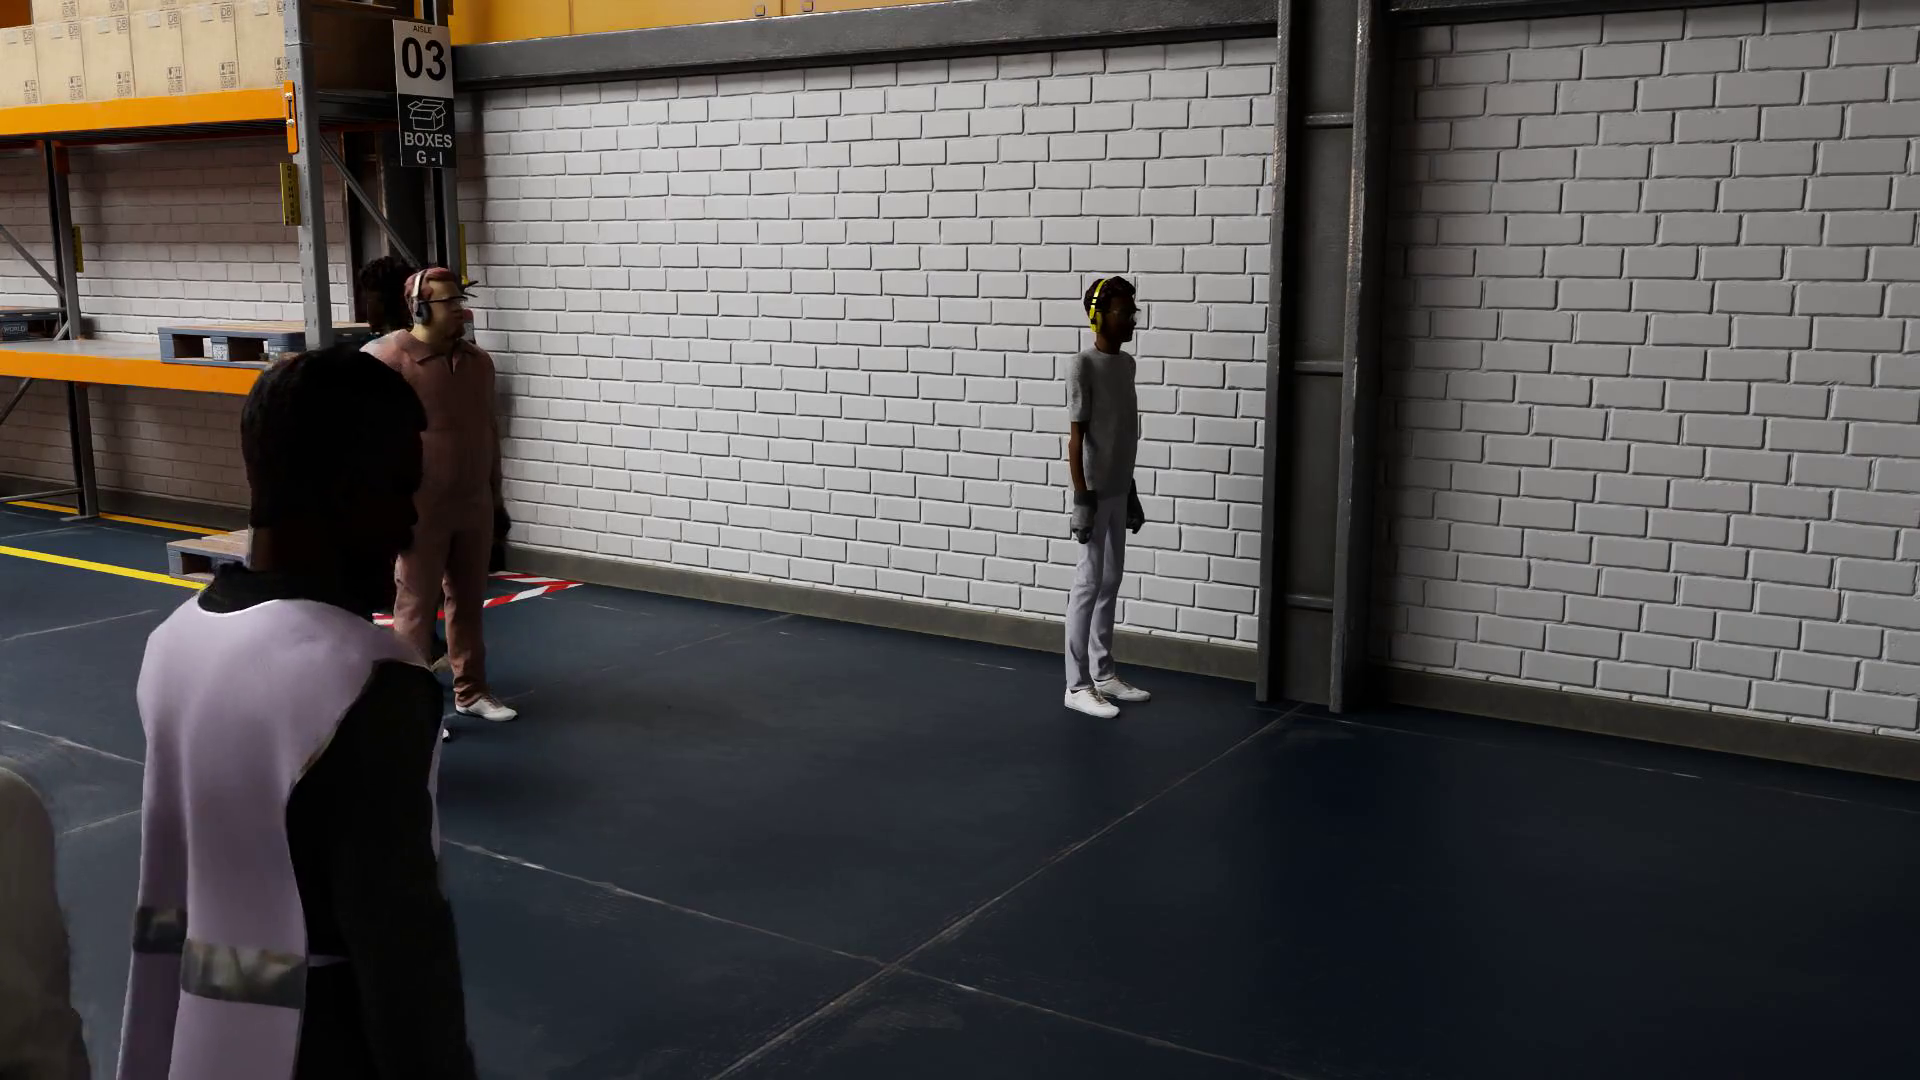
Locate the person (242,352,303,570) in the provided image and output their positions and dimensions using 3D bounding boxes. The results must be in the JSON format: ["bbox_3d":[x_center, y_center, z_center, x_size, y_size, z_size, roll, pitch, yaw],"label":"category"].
[{"bbox_3d":[-2.456,0.110,6.188,0.615,1.611,0.523,4,11,20],"label":"person"}]

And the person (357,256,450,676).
[{"bbox_3d":[-2.458,-0.263,7.329,0.425,1.951,0.634,3,11,16],"label":"person"}]

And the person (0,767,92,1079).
[{"bbox_3d":[-1.325,0.802,2.014,0.538,1.741,0.672,-5,11,-24],"label":"person"}]

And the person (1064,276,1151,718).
[{"bbox_3d":[0.636,-0.188,7.145,0.328,1.872,0.514,6,12,32],"label":"person"}]

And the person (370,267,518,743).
[{"bbox_3d":[-2.105,-0.148,6.810,0.407,1.913,0.641,6,12,32],"label":"person"}]

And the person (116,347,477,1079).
[{"bbox_3d":[-0.818,0.729,2.032,0.549,1.890,0.818,-9,14,-42],"label":"person"}]
